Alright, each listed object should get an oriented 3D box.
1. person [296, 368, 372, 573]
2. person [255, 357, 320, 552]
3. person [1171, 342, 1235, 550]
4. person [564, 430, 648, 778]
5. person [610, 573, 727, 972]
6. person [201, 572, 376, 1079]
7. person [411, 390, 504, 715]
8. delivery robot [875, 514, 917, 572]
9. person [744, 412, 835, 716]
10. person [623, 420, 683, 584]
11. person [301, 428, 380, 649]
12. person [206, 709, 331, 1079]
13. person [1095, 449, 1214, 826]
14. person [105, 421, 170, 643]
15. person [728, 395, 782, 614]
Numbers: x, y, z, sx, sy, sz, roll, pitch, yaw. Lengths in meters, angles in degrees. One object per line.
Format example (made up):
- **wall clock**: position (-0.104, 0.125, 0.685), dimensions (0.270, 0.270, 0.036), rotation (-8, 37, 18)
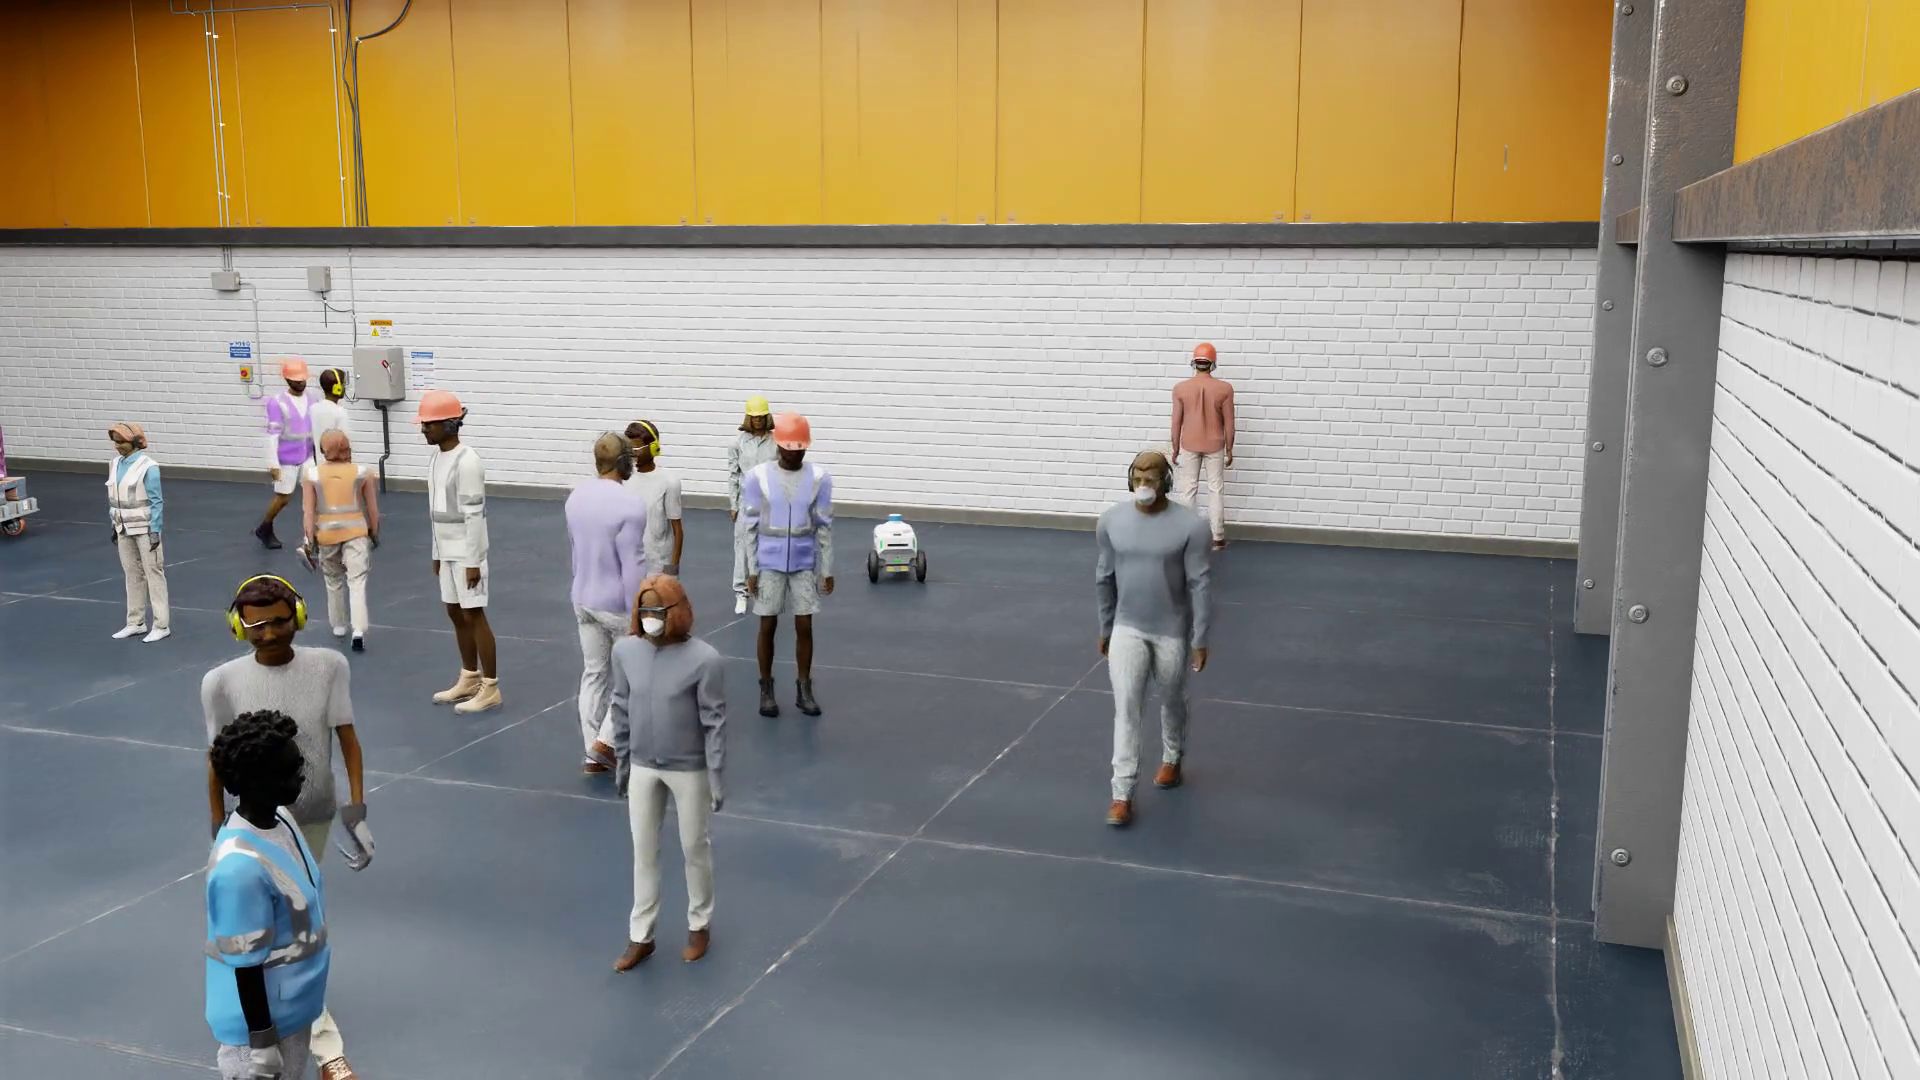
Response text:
- **person**: position (-5.565, -0.593, 14.700), dimensions (0.539, 1.851, 0.590), rotation (7, 12, 33)
- **person**: position (-6.343, -0.800, 15.785), dimensions (0.941, 1.891, 0.592), rotation (7, 12, 35)
- **person**: position (2.335, -0.895, 15.986), dimensions (0.609, 1.996, 0.383), rotation (2, 10, 12)
- **person**: position (-1.903, 0.365, 9.100), dimensions (0.644, 1.924, 0.426), rotation (7, 12, 36)
- **person**: position (-1.187, 0.932, 6.743), dimensions (0.505, 1.631, 0.341), rotation (3, 10, 15)
- **person**: position (-2.363, 0.998, 5.864), dimensions (0.480, 1.809, 0.994), rotation (-8, 13, -39)
- **person**: position (-3.176, 0.076, 10.430), dimensions (0.412, 2.036, 0.611), rotation (-9, 13, -40)
- **delivery robot**: position (-0.568, 0.012, 14.669), dimensions (0.477, 0.478, 0.707), rotation (-1, 10, -5)
- **person**: position (-1.044, 0.155, 10.301), dimensions (0.565, 1.911, 0.462), rotation (-3, 10, -15)
- **person**: position (-1.936, 0.184, 10.283), dimensions (0.511, 1.865, 0.329), rotation (6, 12, 31)
- **person**: position (-4.508, -0.015, 12.145), dimensions (0.521, 1.604, 0.851), rotation (-4, 11, -21)
- **person**: position (-1.875, 1.287, 4.540), dimensions (0.316, 1.695, 0.541), rotation (-3, 10, -15)
- **person**: position (1.003, 0.463, 8.660), dimensions (0.644, 1.891, 1.005), rotation (4, 11, 20)
- **person**: position (-6.087, -0.062, 12.303), dimensions (0.511, 1.640, 0.308), rotation (5, 11, 25)
- **person**: position (-1.597, -0.284, 13.256), dimensions (0.487, 1.744, 0.313), rotation (-3, 11, -17)
